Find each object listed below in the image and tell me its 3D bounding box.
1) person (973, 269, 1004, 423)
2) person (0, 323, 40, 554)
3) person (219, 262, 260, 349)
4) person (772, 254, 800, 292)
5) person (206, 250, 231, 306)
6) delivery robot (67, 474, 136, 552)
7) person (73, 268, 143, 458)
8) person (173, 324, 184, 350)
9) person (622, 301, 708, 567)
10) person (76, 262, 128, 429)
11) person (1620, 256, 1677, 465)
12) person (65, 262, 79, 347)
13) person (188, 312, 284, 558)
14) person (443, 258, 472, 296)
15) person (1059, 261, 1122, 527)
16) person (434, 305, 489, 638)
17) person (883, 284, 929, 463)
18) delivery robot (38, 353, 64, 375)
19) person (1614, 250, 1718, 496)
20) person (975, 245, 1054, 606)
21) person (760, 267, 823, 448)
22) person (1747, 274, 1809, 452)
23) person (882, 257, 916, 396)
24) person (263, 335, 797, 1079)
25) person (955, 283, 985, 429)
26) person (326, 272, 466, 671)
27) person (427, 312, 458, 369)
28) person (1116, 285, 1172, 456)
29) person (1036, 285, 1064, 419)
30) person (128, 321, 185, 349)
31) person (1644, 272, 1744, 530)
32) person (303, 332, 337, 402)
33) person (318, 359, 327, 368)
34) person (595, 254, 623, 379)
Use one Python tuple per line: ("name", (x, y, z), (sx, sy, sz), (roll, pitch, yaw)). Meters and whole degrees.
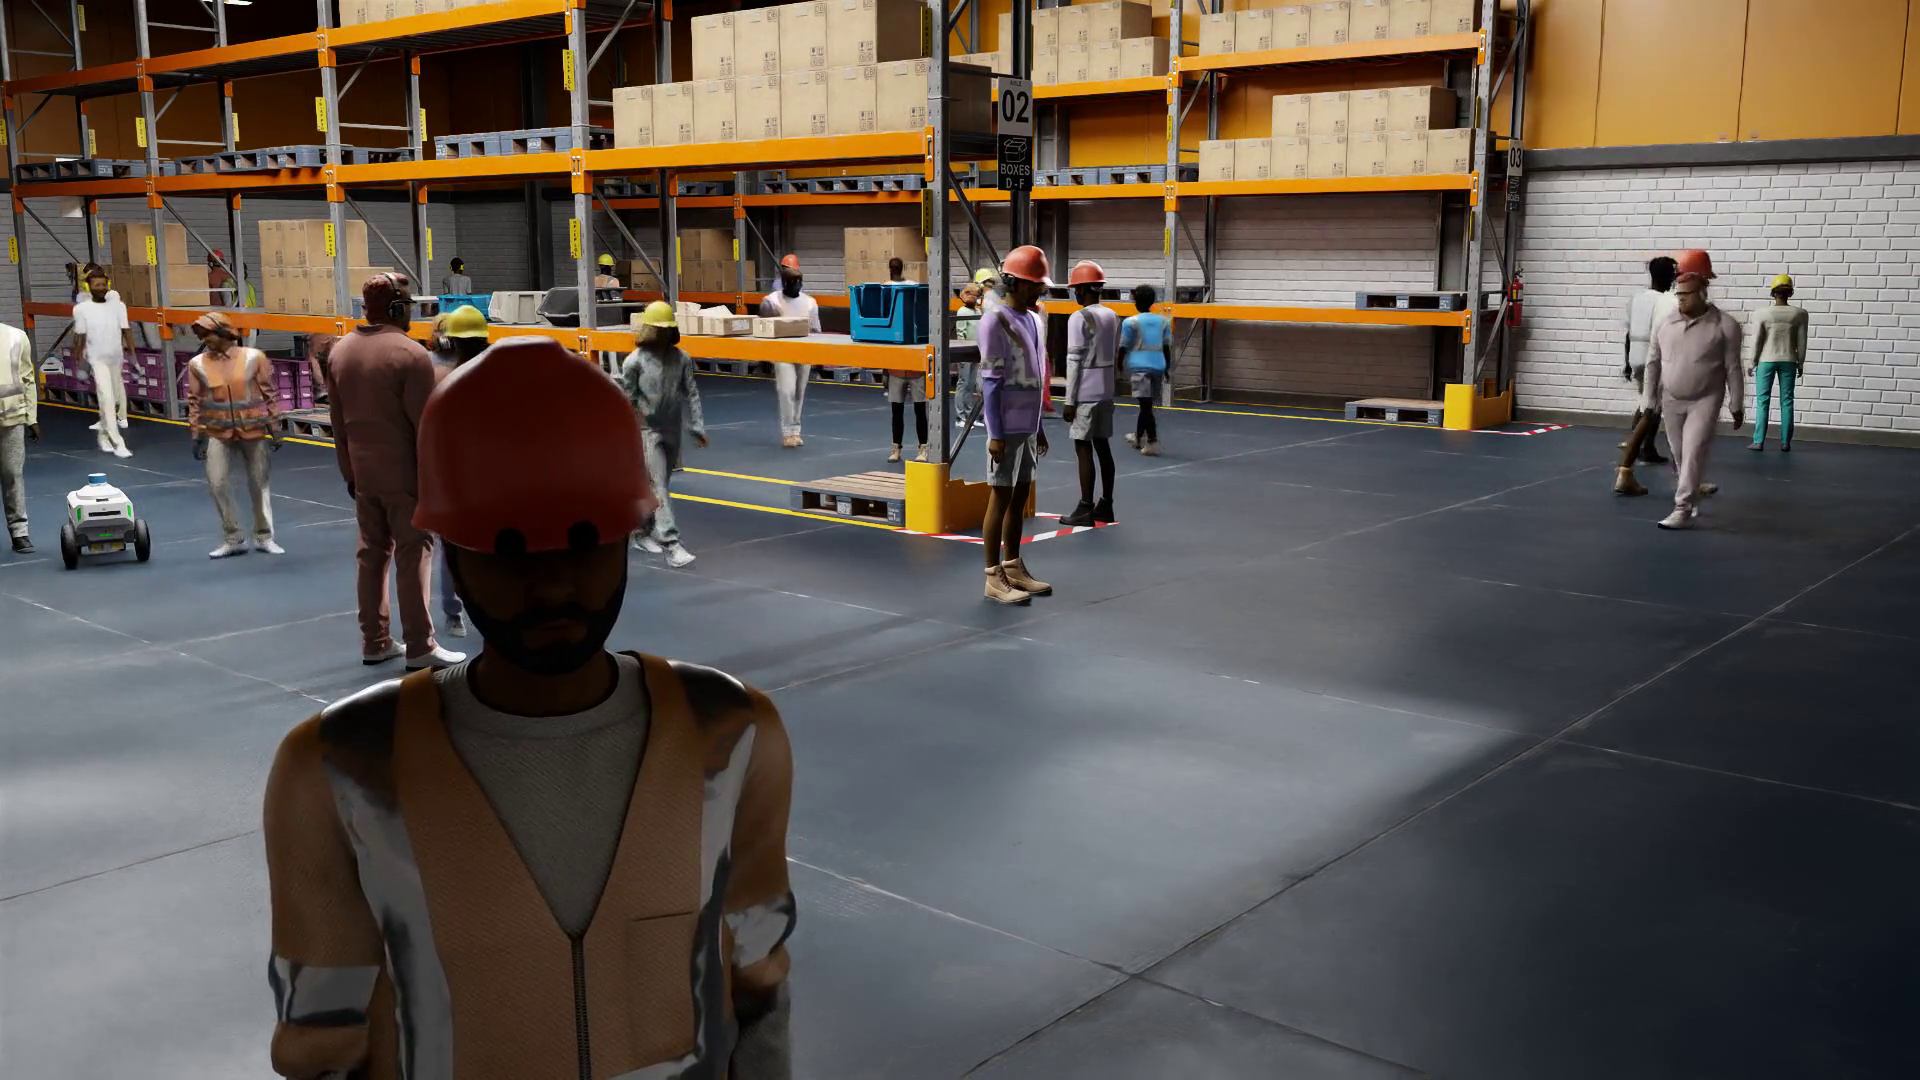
("person", (0.369, -2.232, 19.228), (0.572, 1.783, 0.619), (3, 10, 15))
("person", (-6.375, -0.799, 10.920), (0.596, 1.831, 0.403), (-8, 13, -38))
("person", (-10.245, -3.058, 23.762), (0.429, 1.840, 0.636), (3, 10, 15))
("person", (-2.504, -3.210, 24.381), (0.373, 1.928, 0.543), (4, 11, 23))
("person", (-11.528, -3.511, 25.902), (0.387, 1.992, 0.626), (6, 12, 33))
("delivery robot", (-5.592, -0.188, 10.815), (0.477, 0.478, 0.707), (-6, 12, -31))
("person", (-8.360, -1.738, 16.270), (0.942, 1.835, 0.513), (8, 13, 38))
("person", (-12.353, -3.377, 25.691), (0.729, 1.801, 0.600), (10, 14, 44))
("person", (-1.935, -0.693, 10.742), (0.493, 1.686, 0.930), (-9, 13, -42))
("person", (-9.604, -2.159, 18.584), (0.335, 1.864, 0.521), (6, 12, 30))
("person", (6.464, -1.662, 15.492), (0.430, 1.950, 0.649), (-4, 11, -20))
("person", (-12.584, -3.087, 23.974), (0.437, 1.823, 0.600), (-9, 14, -43))
("person", (-4.712, -0.676, 10.860), (0.564, 1.615, 0.389), (-3, 10, -14))
("person", (-8.411, -3.806, 27.956), (0.517, 1.865, 0.328), (0, 10, -1))
("person", (0.937, -1.066, 12.176), (0.382, 1.932, 0.541), (8, 13, 39))
("person", (-2.502, -0.328, 8.542), (0.537, 1.754, 0.578), (-7, 12, -34))
("person", (-0.494, -1.560, 15.675), (0.532, 1.690, 0.321), (2, 10, 10))
("delivery robot", (-12.710, -2.370, 23.235), (0.477, 0.478, 0.707), (-6, 11, -30))
("person", (5.751, -1.331, 13.472), (0.856, 1.991, 0.701), (-2, 10, -9))
("person", (0.342, -0.654, 9.524), (0.389, 2.036, 0.605), (5, 11, 28))
("person", (-1.654, -1.839, 16.853), (0.654, 1.825, 0.633), (-6, 12, -31))
("person", (8.141, -1.760, 16.587), (0.533, 1.766, 0.311), (2, 10, 10))
("person", (-0.811, -2.875, 22.547), (0.600, 1.904, 0.719), (-6, 11, -29))
("person", (-0.411, 0.759, 1.750), (0.543, 1.939, 0.360), (-5, 11, -26))
("person", (0.115, -2.068, 18.716), (0.280, 1.631, 0.501), (5, 11, 26))
("person", (-2.706, -0.325, 8.012), (0.654, 1.906, 0.408), (6, 11, 29))
("person", (-3.486, -0.772, 11.443), (0.505, 1.601, 0.825), (-3, 10, -17))
("person", (1.786, -1.681, 16.436), (0.550, 1.646, 0.860), (-5, 11, -26))
("person", (0.891, -2.295, 19.680), (0.684, 1.750, 0.540), (-2, 10, -13))
("person", (-11.336, -3.023, 23.470), (1.034, 1.870, 0.698), (7, 12, 36))
("person", (5.390, -1.028, 12.191), (0.988, 1.855, 0.693), (-9, 14, -42))
("person", (-8.337, -2.727, 21.725), (0.542, 1.889, 0.681), (6, 12, 31))
("person", (-10.524, -3.695, 28.104), (0.831, 1.584, 0.499), (-8, 13, -38))
("person", (-5.477, -3.455, 25.777), (0.592, 1.926, 0.366), (4, 11, 24))
